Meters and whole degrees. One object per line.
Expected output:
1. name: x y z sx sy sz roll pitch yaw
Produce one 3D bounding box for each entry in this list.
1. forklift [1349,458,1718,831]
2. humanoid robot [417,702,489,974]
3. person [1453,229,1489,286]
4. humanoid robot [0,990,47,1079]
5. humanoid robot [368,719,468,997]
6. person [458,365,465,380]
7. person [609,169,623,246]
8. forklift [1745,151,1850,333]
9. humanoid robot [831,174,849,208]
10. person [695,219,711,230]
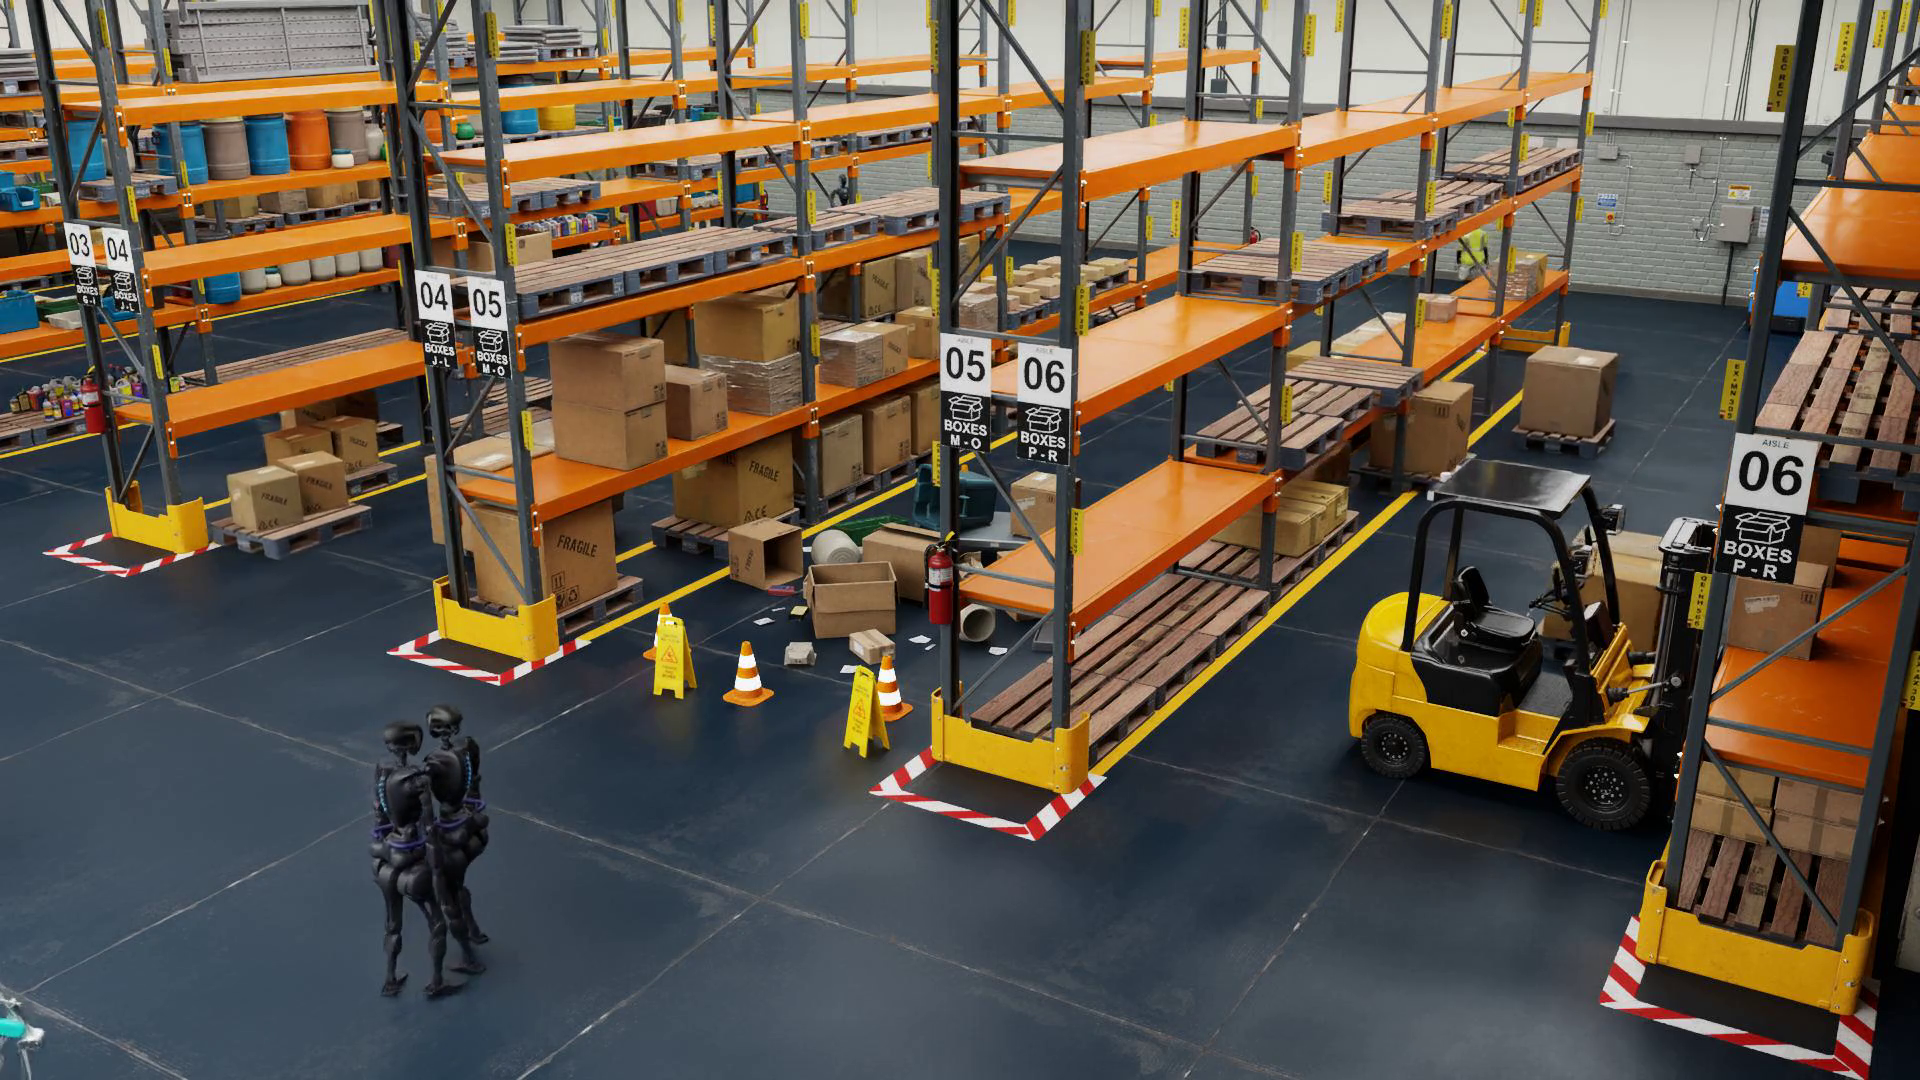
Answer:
1. forklift: 3.988 0.658 11.776 2.313 2.155 1.214 11 22 29
2. humanoid robot: -2.909 1.707 9.523 0.355 1.653 0.599 7 20 19
3. person: 8.594 -4.655 27.921 0.598 1.663 0.394 -5 20 -14
4. humanoid robot: -4.847 2.164 8.124 0.984 1.733 0.530 -3 19 -10
5. humanoid robot: -3.108 1.791 9.298 0.591 1.643 0.408 14 23 35
6. person: -6.842 -3.172 23.553 0.547 1.728 0.865 11 22 28
7. person: -6.805 -6.497 33.105 0.561 1.751 0.932 9 21 24
8. forklift: 13.620 -4.667 26.137 1.873 2.768 1.129 11 22 29
9. humanoid robot: -2.288 -6.508 33.356 0.607 1.631 0.792 -10 21 -26
10. person: -5.397 -6.999 34.681 0.490 1.688 0.347 -5 20 -15
